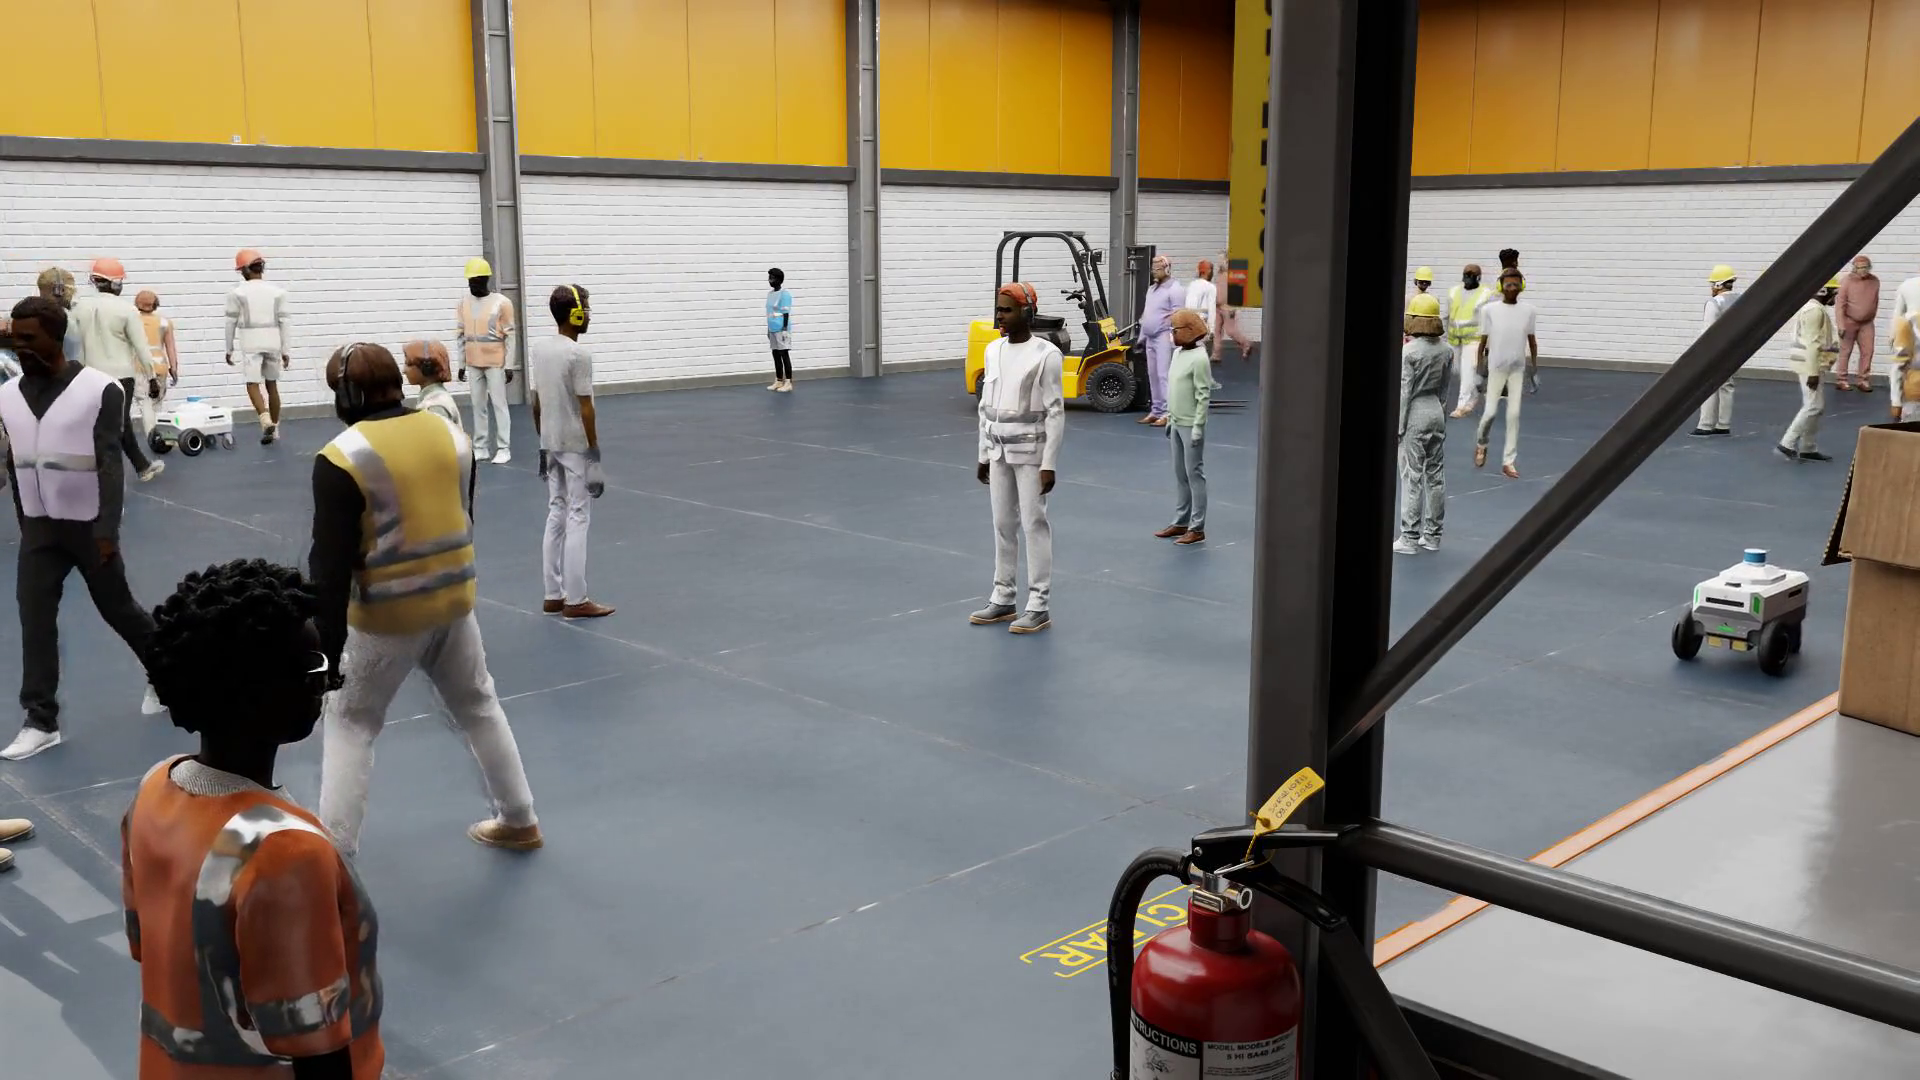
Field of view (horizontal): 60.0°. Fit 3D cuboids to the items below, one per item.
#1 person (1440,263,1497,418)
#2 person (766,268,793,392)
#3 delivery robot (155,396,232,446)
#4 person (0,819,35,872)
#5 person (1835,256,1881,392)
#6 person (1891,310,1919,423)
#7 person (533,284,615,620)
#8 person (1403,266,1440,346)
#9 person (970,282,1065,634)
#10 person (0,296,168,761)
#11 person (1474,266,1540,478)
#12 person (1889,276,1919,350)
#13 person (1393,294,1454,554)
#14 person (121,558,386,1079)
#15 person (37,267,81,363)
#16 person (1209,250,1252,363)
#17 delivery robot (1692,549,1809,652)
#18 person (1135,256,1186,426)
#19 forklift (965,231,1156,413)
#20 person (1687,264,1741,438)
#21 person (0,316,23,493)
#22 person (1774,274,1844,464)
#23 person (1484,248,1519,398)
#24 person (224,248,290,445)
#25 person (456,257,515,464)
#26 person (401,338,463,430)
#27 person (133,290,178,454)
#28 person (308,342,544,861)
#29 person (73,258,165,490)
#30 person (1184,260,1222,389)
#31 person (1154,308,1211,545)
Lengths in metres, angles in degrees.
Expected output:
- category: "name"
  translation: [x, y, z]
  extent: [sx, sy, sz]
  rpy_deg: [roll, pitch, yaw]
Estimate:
- category: "person"
  translation: [6.037, -2.374, 19.716]
  extent: [0.869, 1.815, 0.626]
  rpy_deg: [-10, 14, -43]
- category: "person"
  translation: [-2.482, -2.867, 22.738]
  extent: [0.317, 1.692, 0.535]
  rpy_deg: [-7, 13, -34]
- category: "delivery robot"
  translation: [-7.529, -1.175, 16.352]
  extent: [0.477, 0.478, 0.707]
  rpy_deg: [5, 11, 24]
- category: "person"
  translation: [-3.416, 0.103, 5.576]
  extent: [0.375, 2.043, 0.611]
  rpy_deg: [-3, 11, -15]
- category: "person"
  translation: [12.218, -2.936, 22.674]
  extent: [0.672, 1.850, 0.763]
  rpy_deg: [0, 10, -3]
- category: "person"
  translation: [7.136, -1.054, 12.221]
  extent: [0.566, 1.915, 0.569]
  rpy_deg: [2, 11, 10]
- category: "person"
  translation: [-2.190, -0.486, 9.305]
  extent: [0.575, 1.861, 0.363]
  rpy_deg: [9, 14, 40]
- category: "person"
  translation: [5.494, -2.380, 19.876]
  extent: [0.527, 1.765, 0.328]
  rpy_deg: [-3, 11, -18]
- category: "person"
  translation: [0.305, -0.442, 8.986]
  extent: [0.350, 1.882, 0.583]
  rpy_deg: [-9, 14, -42]
- category: "person"
  translation: [-3.753, -0.093, 7.070]
  extent: [0.589, 1.889, 0.925]
  rpy_deg: [1, 10, 7]
- category: "person"
  translation: [4.880, -1.499, 14.815]
  extent: [0.552, 1.859, 0.575]
  rpy_deg: [0, 10, 3]
- category: "person"
  translation: [11.225, -2.367, 19.404]
  extent: [0.687, 1.916, 0.459]
  rpy_deg: [9, 14, 41]
- category: "person"
  translation: [3.083, -0.776, 11.191]
  extent: [0.487, 1.744, 0.296]
  rpy_deg: [-7, 12, -33]
- category: "person"
  translation: [-0.979, 0.863, 2.375]
  extent: [0.541, 1.696, 0.315]
  rpy_deg: [10, 15, 44]
- category: "person"
  translation: [-6.135, -0.871, 11.296]
  extent: [0.350, 1.925, 0.760]
  rpy_deg: [-4, 11, -19]
- category: "person"
  translation: [4.493, -3.892, 27.804]
  extent: [0.762, 1.889, 0.647]
  rpy_deg: [-5, 11, -25]
- category: "delivery robot"
  translation: [3.982, 0.289, 8.369]
  extent: [0.707, 0.478, 0.477]
  rpy_deg: [-10, 15, -44]
- category: "person"
  translation: [2.254, -2.231, 18.712]
  extent: [0.394, 1.896, 0.662]
  rpy_deg: [-5, 11, -23]
- category: "forklift"
  translation: [1.222, -2.721, 20.561]
  extent: [2.313, 2.155, 1.214]
  rpy_deg: [2, 11, 13]
- category: "person"
  translation: [7.996, -1.982, 17.543]
  extent: [0.606, 1.828, 0.404]
  rpy_deg: [-5, 12, -27]
- category: "person"
  translation: [-6.603, -0.759, 11.562]
  extent: [0.888, 1.596, 0.538]
  rpy_deg: [-3, 11, -15]
- category: "person"
  translation: [7.983, -1.619, 15.557]
  extent: [0.412, 1.827, 0.619]
  rpy_deg: [5, 12, 27]
- category: "person"
  translation: [7.134, -2.847, 21.873]
  extent: [0.369, 1.965, 0.608]
  rpy_deg: [-2, 11, -10]
- category: "person"
  translation: [-7.144, -1.973, 17.007]
  extent: [0.615, 2.011, 0.821]
  rpy_deg: [-9, 14, -41]
- category: "person"
  translation: [-4.447, -1.668, 15.549]
  extent: [0.593, 1.924, 0.381]
  rpy_deg: [4, 11, 18]
- category: "person"
  translation: [-2.573, -0.177, 8.212]
  extent: [0.310, 1.636, 0.522]
  rpy_deg: [-4, 11, -21]
- category: "person"
  translation: [-7.997, -1.657, 16.399]
  extent: [0.526, 1.604, 0.788]
  rpy_deg: [-6, 12, -29]
- category: "person"
  translation: [-1.883, 0.252, 5.499]
  extent: [0.537, 1.795, 0.782]
  rpy_deg: [6, 12, 30]
- category: "person"
  translation: [-7.085, -1.399, 14.058]
  extent: [0.636, 1.937, 0.997]
  rpy_deg: [3, 11, 16]
- category: "person"
  translation: [3.187, -2.917, 22.739]
  extent: [1.121, 1.809, 0.601]
  rpy_deg: [-7, 12, -33]
- category: "person"
  translation: [1.564, -0.787, 11.544]
  extent: [0.279, 1.633, 0.497]
  rpy_deg: [-3, 11, -17]
